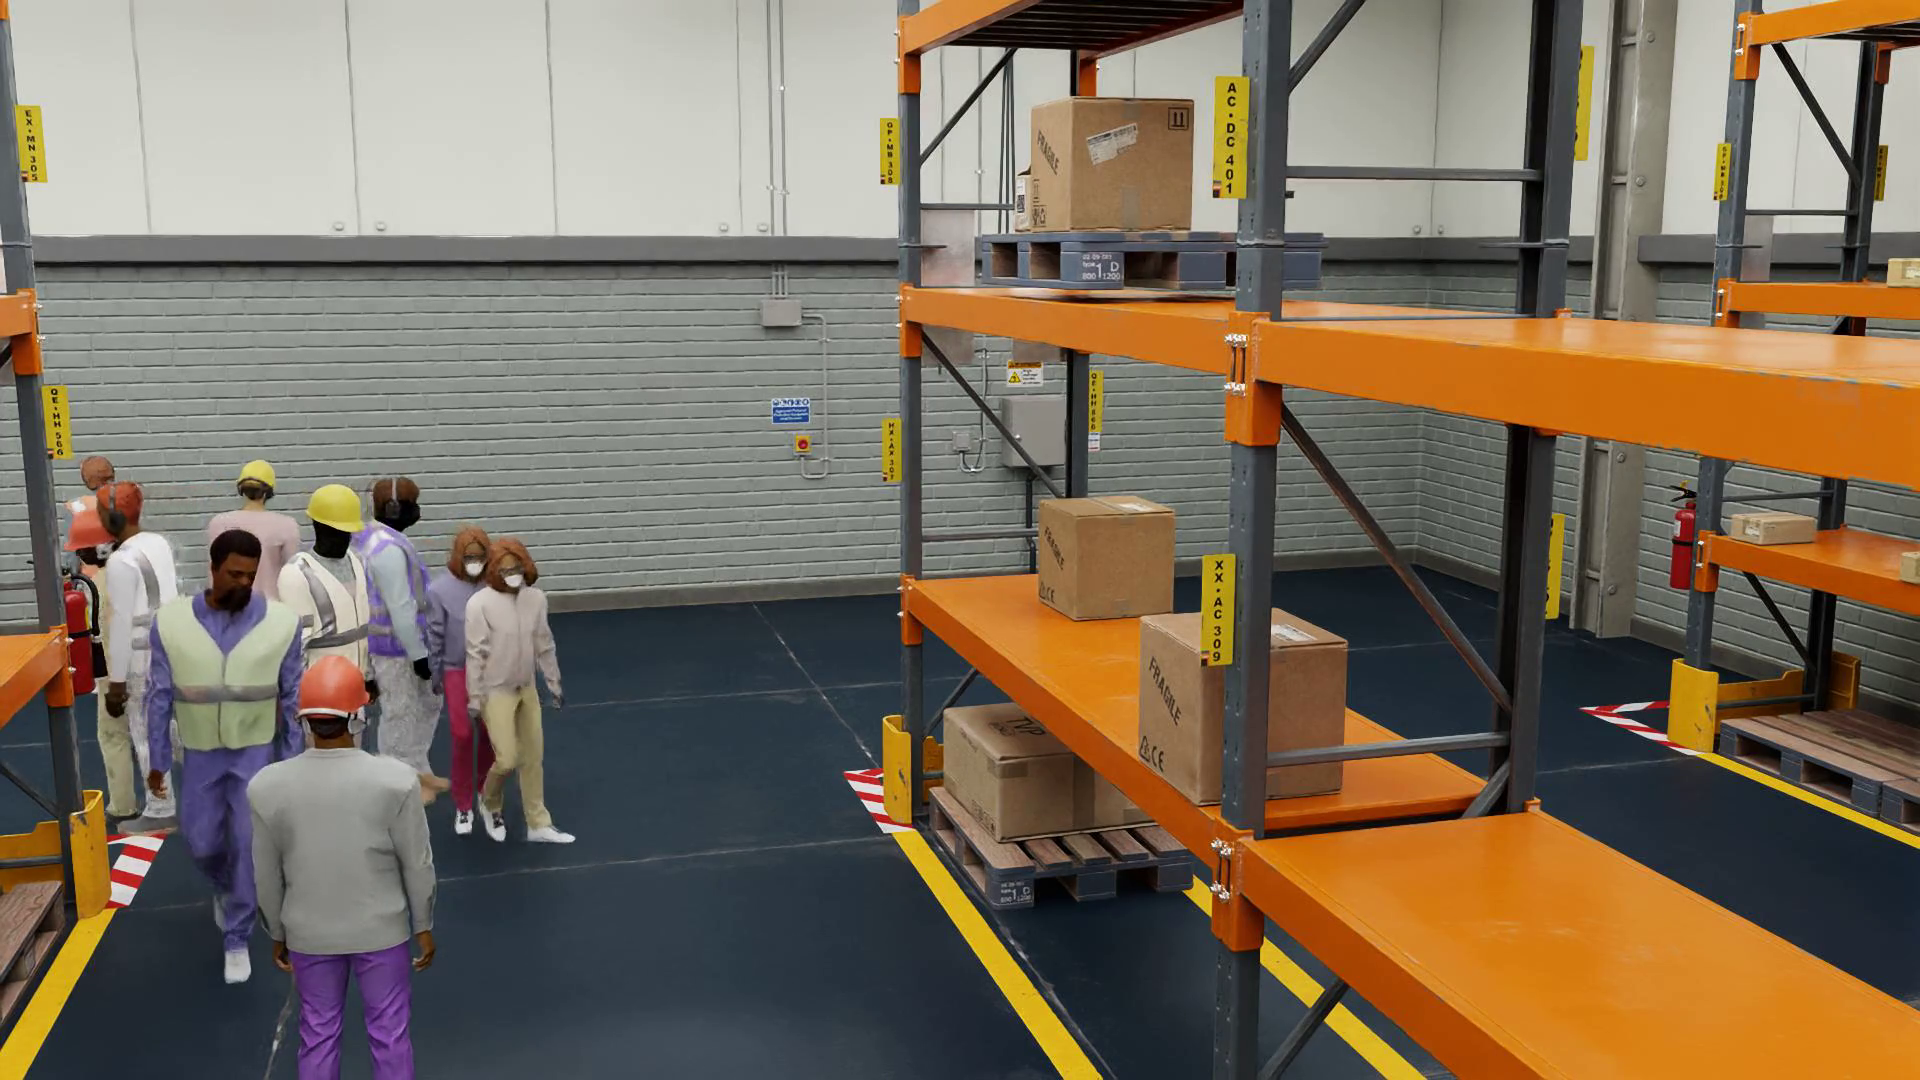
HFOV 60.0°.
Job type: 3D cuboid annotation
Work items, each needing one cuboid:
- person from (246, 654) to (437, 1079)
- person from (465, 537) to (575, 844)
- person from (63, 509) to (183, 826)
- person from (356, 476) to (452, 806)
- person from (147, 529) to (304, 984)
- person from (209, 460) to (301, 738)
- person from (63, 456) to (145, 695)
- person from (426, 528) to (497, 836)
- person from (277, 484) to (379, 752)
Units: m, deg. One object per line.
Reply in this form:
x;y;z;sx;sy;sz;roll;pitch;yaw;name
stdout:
-1.970;1.229;5.376;0.563;1.755;0.320;-1;10;-4;person
-2.247;0.774;8.344;0.364;1.618;0.565;6;11;30;person
-4.265;0.670;8.652;0.676;1.722;0.576;0;10;-1;person
-2.965;0.560;9.006;0.572;1.821;0.648;-3;11;-19;person
-3.081;0.871;7.019;0.636;1.895;0.572;-4;11;-21;person
-4.312;0.378;10.237;0.540;1.744;0.368;-2;10;-14;person
-5.796;0.245;11.325;0.521;1.636;0.311;-10;14;-44;person
-2.527;0.721;8.721;0.487;1.595;0.719;-4;11;-21;person
-3.019;0.676;8.078;0.390;1.912;0.594;2;10;13;person
